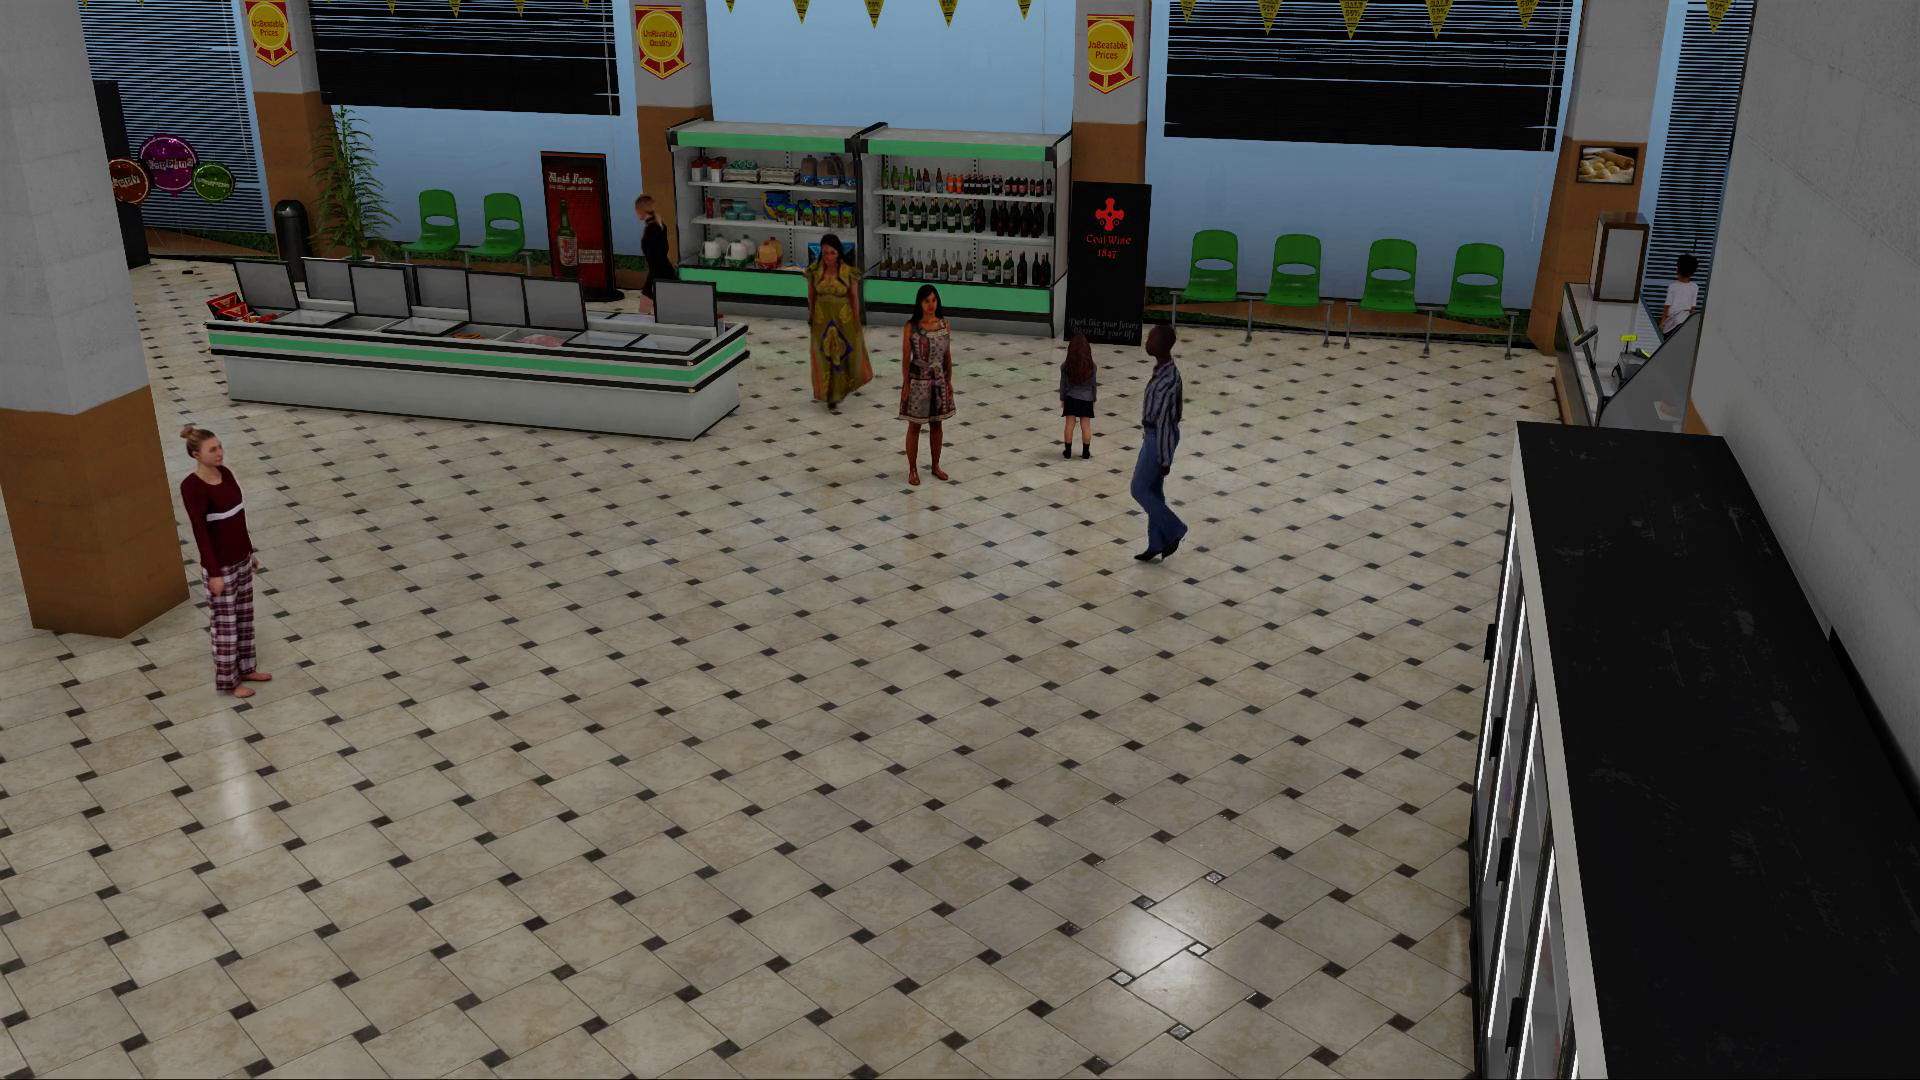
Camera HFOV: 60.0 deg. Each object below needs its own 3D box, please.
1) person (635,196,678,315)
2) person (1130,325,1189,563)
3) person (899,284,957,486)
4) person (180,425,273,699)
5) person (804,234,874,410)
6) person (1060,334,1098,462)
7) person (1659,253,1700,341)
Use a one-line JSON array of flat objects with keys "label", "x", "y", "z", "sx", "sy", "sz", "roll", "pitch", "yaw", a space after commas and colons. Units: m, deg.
[{"label": "person", "x": -2.922, "y": -2.558, "z": 16.695, "sx": 0.642, "sy": 1.737, "sz": 0.598, "roll": 4, "pitch": 22, "yaw": 11}, {"label": "person", "x": 1.510, "y": -0.653, "z": 11.898, "sx": 0.755, "sy": 1.781, "sz": 0.735, "roll": 0, "pitch": 22, "yaw": 0}, {"label": "person", "x": -0.270, "y": -1.290, "z": 13.665, "sx": 0.691, "sy": 1.645, "sz": 0.781, "roll": -9, "pitch": 24, "yaw": -22}, {"label": "person", "x": -4.460, "y": 0.120, "z": 10.086, "sx": 0.533, "sy": 1.696, "sz": 0.639, "roll": 3, "pitch": 22, "yaw": 7}, {"label": "person", "x": -1.163, "y": -2.065, "z": 15.597, "sx": 1.004, "sy": 1.642, "sz": 0.965, "roll": 0, "pitch": 22, "yaw": 1}, {"label": "person", "x": 1.011, "y": -1.223, "z": 14.222, "sx": 0.432, "sy": 1.105, "sz": 0.559, "roll": 1, "pitch": 22, "yaw": 3}, {"label": "person", "x": 7.104, "y": -2.203, "z": 16.450, "sx": 0.531, "sy": 1.262, "sz": 0.618, "roll": -2, "pitch": 22, "yaw": -6}]
